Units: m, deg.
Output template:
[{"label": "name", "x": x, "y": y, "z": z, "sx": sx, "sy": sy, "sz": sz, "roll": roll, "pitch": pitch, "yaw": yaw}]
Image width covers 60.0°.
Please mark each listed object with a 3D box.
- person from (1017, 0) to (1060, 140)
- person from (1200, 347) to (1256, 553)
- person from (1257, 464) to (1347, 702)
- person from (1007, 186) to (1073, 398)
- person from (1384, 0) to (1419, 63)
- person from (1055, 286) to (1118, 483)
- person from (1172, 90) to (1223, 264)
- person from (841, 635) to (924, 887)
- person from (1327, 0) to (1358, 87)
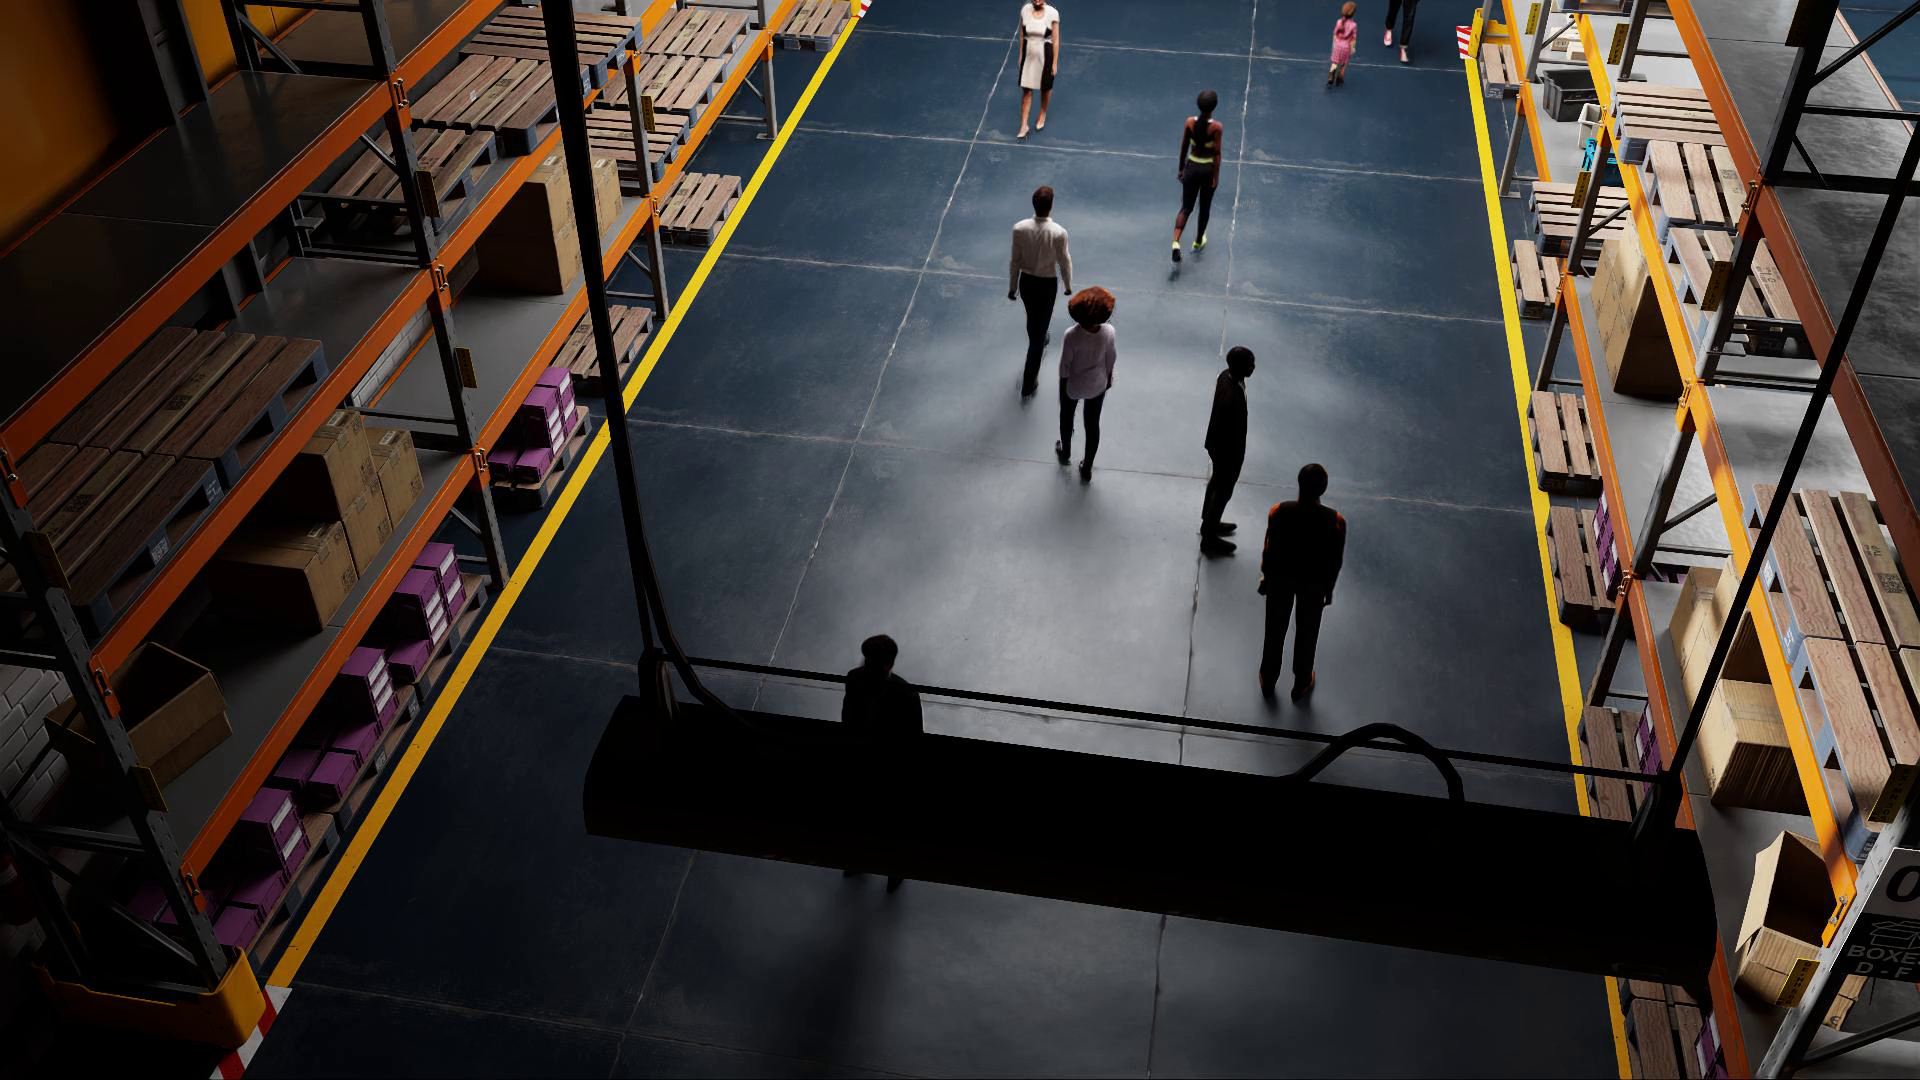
[{"label": "person", "x": 0.909, "y": -5.386, "z": 18.563, "sx": 0.746, "sy": 1.725, "sz": 1.037, "roll": 12, "pitch": 40, "yaw": 14}, {"label": "person", "x": 2.011, "y": -0.694, "z": 12.628, "sx": 0.753, "sy": 1.800, "sz": 0.569, "roll": 0, "pitch": 39, "yaw": 0}, {"label": "person", "x": 2.292, "y": 0.299, "z": 11.299, "sx": 0.713, "sy": 1.907, "sz": 0.635, "roll": 11, "pitch": 40, "yaw": 13}, {"label": "person", "x": 0.655, "y": -2.109, "z": 14.385, "sx": 0.836, "sy": 1.819, "sz": 1.258, "roll": 14, "pitch": 41, "yaw": 16}, {"label": "person", "x": 5.453, "y": -6.842, "z": 20.378, "sx": 0.742, "sy": 1.736, "sz": 1.155, "roll": 4, "pitch": 39, "yaw": 4}, {"label": "person", "x": 1.027, "y": -1.204, "z": 13.356, "sx": 0.797, "sy": 1.689, "sz": 0.911, "roll": -5, "pitch": 39, "yaw": -6}, {"label": "person", "x": 2.305, "y": -3.513, "z": 16.211, "sx": 0.742, "sy": 1.734, "sz": 1.073, "roll": 16, "pitch": 41, "yaw": 19}, {"label": "person", "x": -0.472, "y": 1.294, "z": 10.063, "sx": 0.753, "sy": 1.895, "sz": 0.710, "roll": 17, "pitch": 42, "yaw": 20}, {"label": "person", "x": 4.535, "y": -5.867, "z": 19.734, "sx": 0.529, "sy": 1.015, "sz": 0.614, "roll": 22, "pitch": 44, "yaw": 25}]
